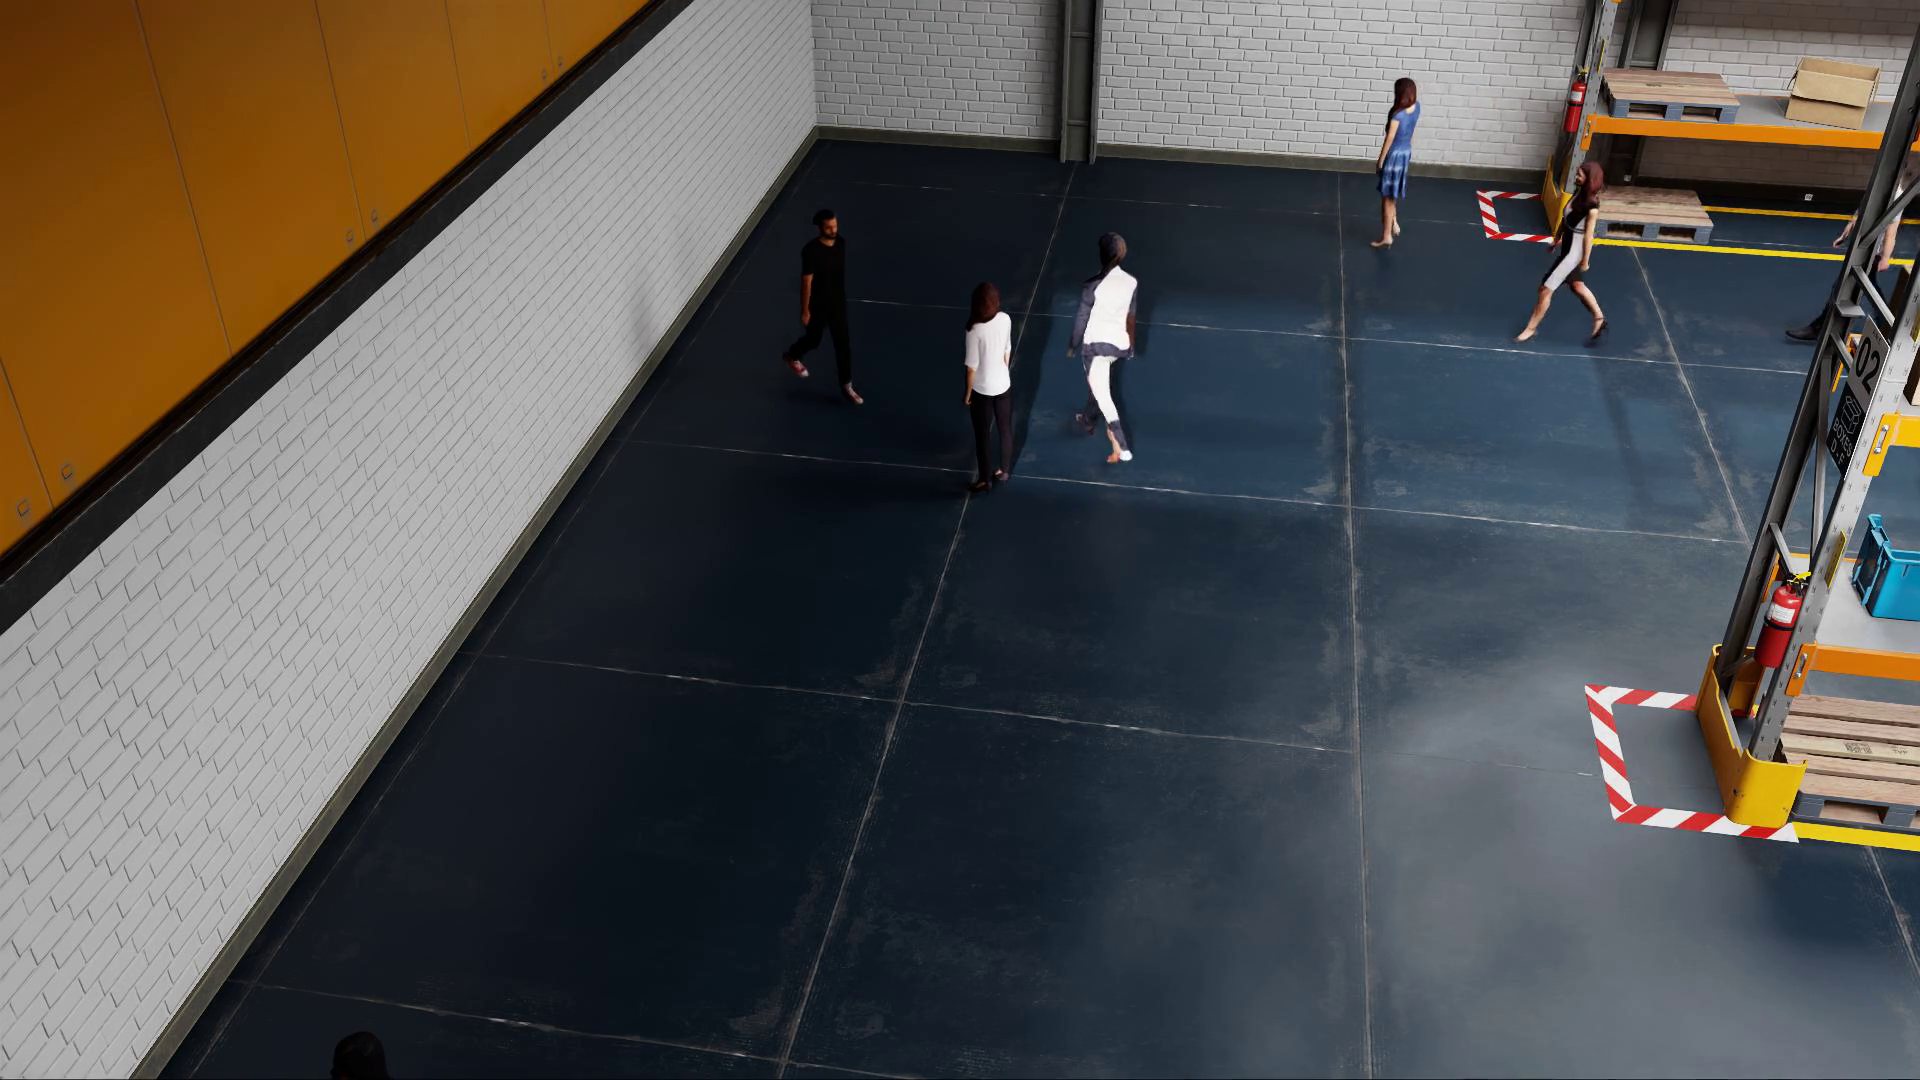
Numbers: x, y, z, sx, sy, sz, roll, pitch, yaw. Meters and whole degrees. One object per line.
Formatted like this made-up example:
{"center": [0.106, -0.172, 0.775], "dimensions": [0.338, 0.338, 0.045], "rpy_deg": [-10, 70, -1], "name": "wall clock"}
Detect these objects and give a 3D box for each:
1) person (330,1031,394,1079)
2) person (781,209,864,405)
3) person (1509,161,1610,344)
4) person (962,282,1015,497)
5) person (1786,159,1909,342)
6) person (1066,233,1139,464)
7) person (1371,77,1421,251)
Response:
{"center": [-2.414, 2.713, 7.064], "dimensions": [0.862, 1.774, 0.804], "rpy_deg": [-20, 39, -28], "name": "person"}
{"center": [-1.215, -2.038, 14.265], "dimensions": [1.075, 1.716, 1.240], "rpy_deg": [-29, 43, -36], "name": "person"}
{"center": [5.602, -2.547, 14.995], "dimensions": [1.144, 1.755, 0.684], "rpy_deg": [2, 34, 3], "name": "person"}
{"center": [0.240, -1.160, 12.874], "dimensions": [0.677, 1.793, 0.728], "rpy_deg": [-23, 40, -31], "name": "person"}
{"center": [8.290, -2.606, 15.020], "dimensions": [1.176, 1.826, 0.671], "rpy_deg": [5, 34, 7], "name": "person"}
{"center": [1.194, -1.491, 13.316], "dimensions": [1.209, 1.855, 1.232], "rpy_deg": [-19, 38, -26], "name": "person"}
{"center": [4.456, -3.761, 16.783], "dimensions": [0.833, 1.798, 0.809], "rpy_deg": [24, 41, 32], "name": "person"}
